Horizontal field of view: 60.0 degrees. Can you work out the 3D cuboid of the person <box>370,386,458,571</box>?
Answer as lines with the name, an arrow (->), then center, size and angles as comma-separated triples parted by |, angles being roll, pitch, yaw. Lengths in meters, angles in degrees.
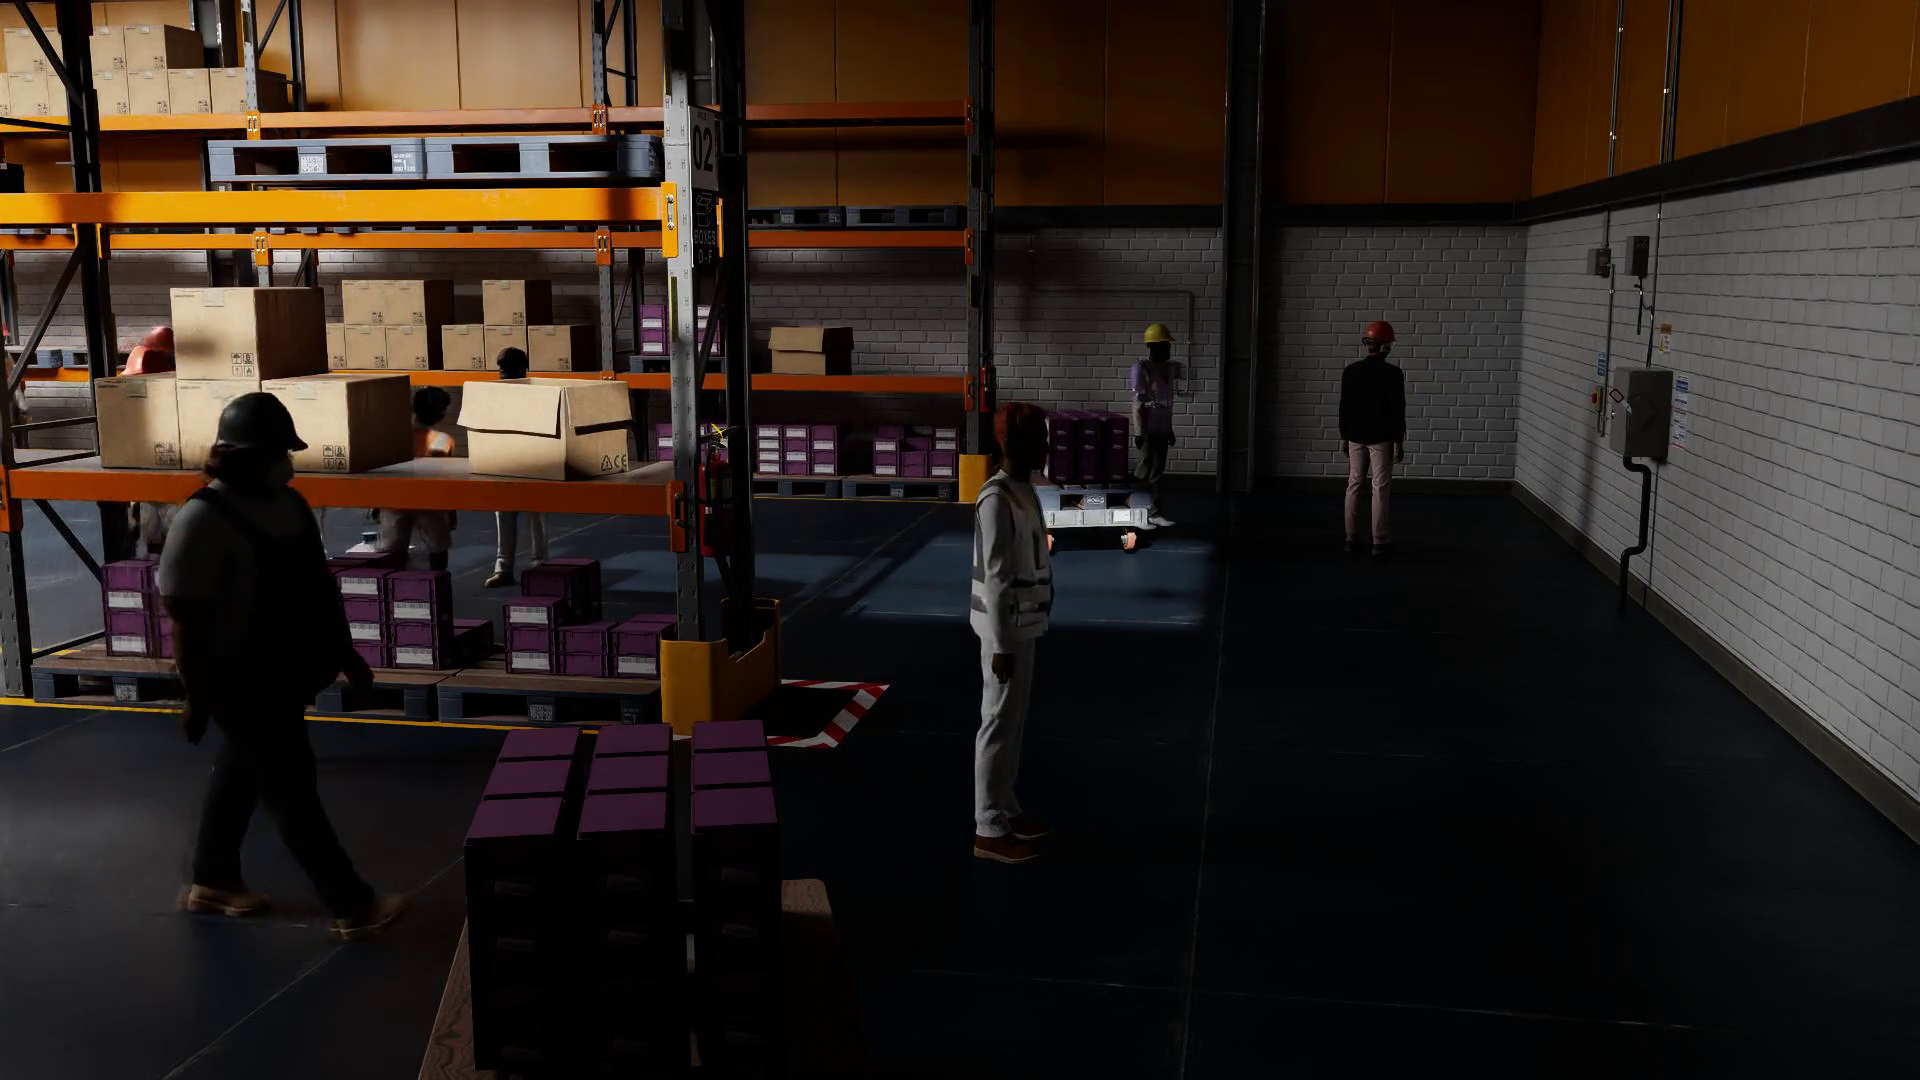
person -> -3.657, -0.190, 11.046 | 0.656, 1.661, 0.317 | 0, 9, -1

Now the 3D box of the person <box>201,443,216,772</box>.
person -> -3.436, 0.318, 7.971 | 0.264, 1.632, 0.508 | 5, 11, 30

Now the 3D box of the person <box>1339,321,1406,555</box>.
person -> 3.545, -0.874, 14.246 | 0.397, 1.992, 0.621 | -8, 12, -42

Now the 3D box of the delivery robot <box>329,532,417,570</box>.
delivery robot -> -4.182, 0.187, 11.829 | 0.477, 0.478, 0.707 | 3, 10, 15

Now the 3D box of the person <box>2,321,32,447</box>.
person -> -10.261, -1.425, 17.886 | 0.571, 1.919, 0.549 | 0, 9, -1

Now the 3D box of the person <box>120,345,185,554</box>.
person -> -5.194, -0.290, 10.801 | 0.547, 1.939, 0.376 | 4, 10, 25

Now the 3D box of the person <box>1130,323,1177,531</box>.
person -> 1.829, -1.063, 15.616 | 0.352, 1.929, 0.594 | 8, 12, 39

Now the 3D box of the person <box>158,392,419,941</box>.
person -> -2.456, 0.430, 6.017 | 1.017, 2.000, 0.694 | 1, 9, 7

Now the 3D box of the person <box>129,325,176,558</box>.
person -> -6.102, -0.628, 12.683 | 0.932, 2.011, 0.627 | 4, 10, 25

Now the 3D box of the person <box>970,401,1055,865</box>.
person -> 0.217, 0.372, 6.860 | 0.337, 1.882, 0.585 | 2, 9, 12

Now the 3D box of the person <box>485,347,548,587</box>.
person -> -3.371, -0.543, 12.672 | 0.624, 1.845, 0.430 | 3, 10, 16

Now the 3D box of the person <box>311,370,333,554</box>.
person -> -5.467, -0.662, 14.108 | 0.470, 1.606, 0.532 | 9, 13, 43
